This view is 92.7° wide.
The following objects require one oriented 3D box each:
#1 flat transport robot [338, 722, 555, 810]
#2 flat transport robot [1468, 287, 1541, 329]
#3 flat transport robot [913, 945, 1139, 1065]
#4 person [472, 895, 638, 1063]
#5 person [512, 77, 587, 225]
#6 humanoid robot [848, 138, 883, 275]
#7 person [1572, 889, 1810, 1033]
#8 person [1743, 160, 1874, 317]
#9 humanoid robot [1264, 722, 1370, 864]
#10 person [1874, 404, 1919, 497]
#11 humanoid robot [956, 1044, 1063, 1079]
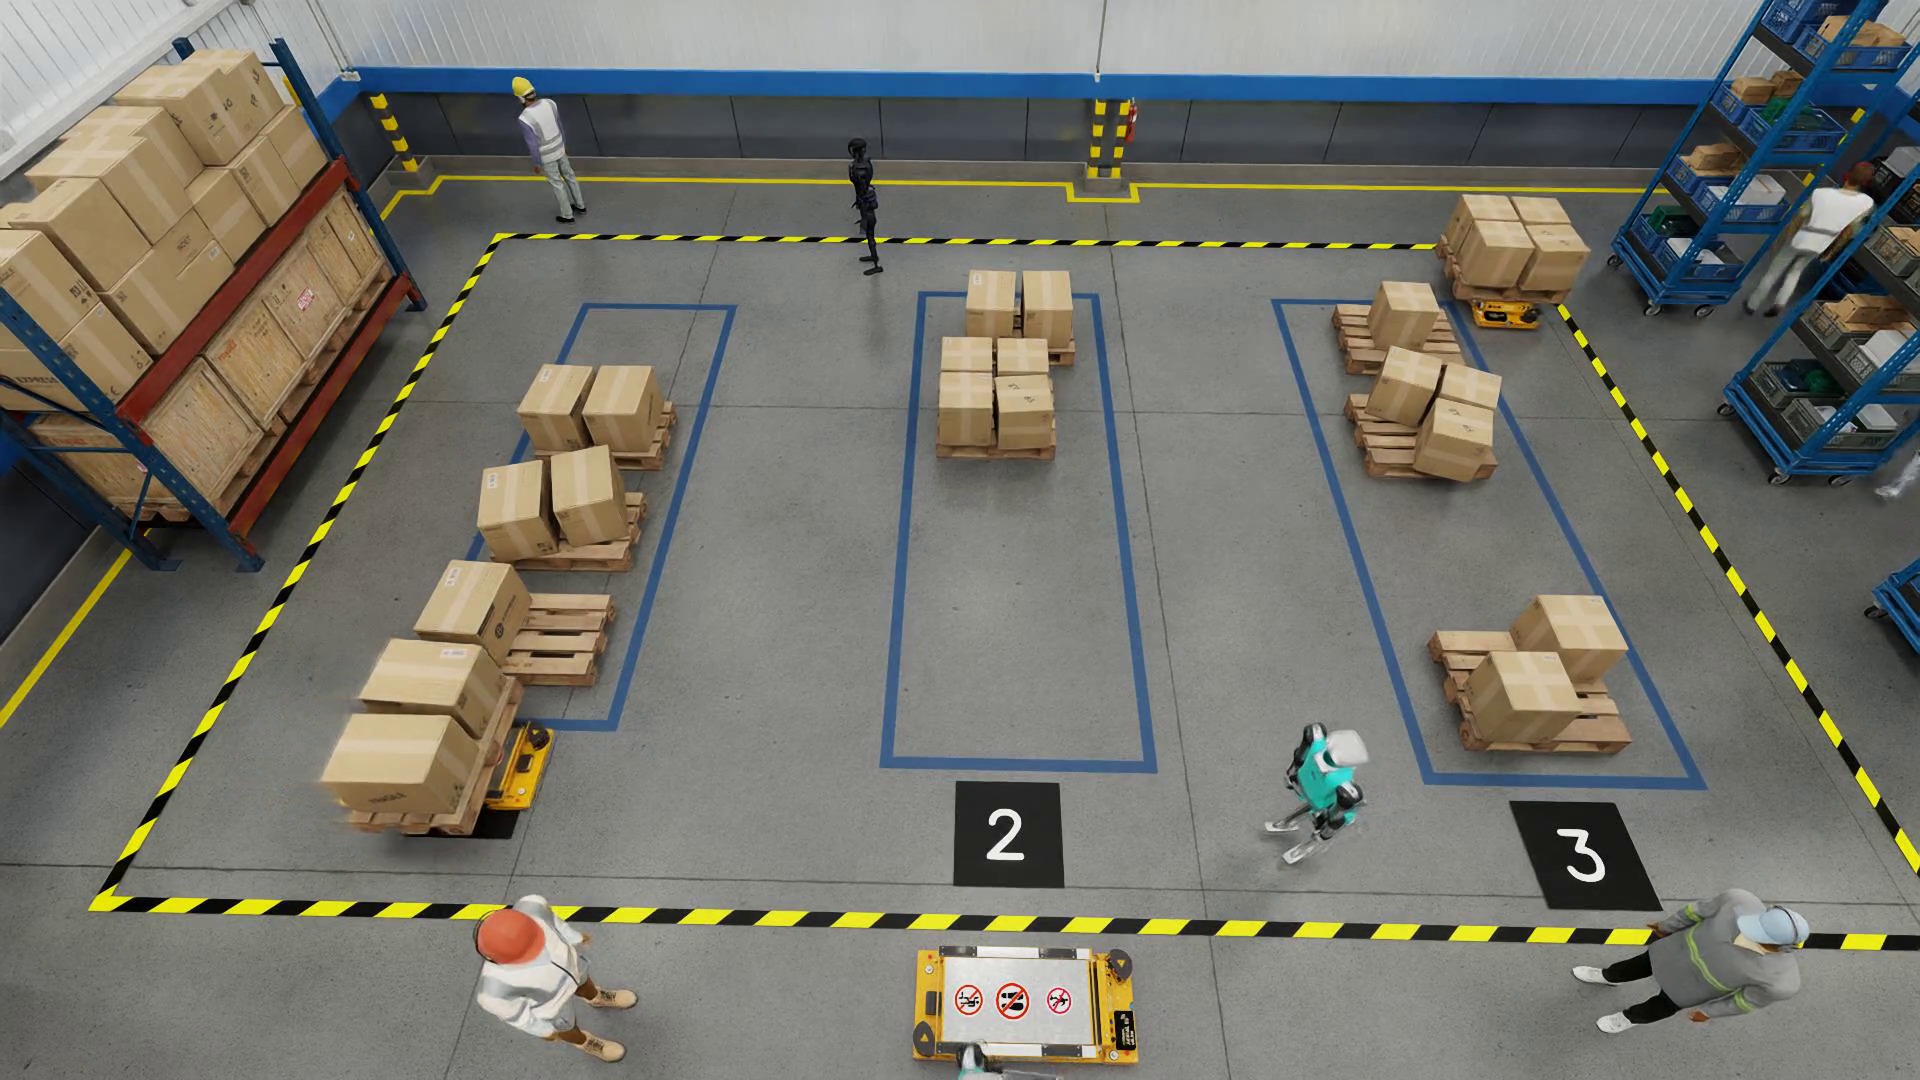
[{"bbox_3d":[-3.955,1.721,7.065,1.431,0.197,0.652,1,51,1],"label":"flat transport robot"},{"bbox_3d":[6.374,-3.060,10.963,0.652,0.197,1.431,4,51,3],"label":"flat transport robot"},{"bbox_3d":[0.422,3.041,6.007,1.431,0.231,0.659,1,51,1],"label":"flat transport robot"},{"bbox_3d":[-2.308,2.539,5.280,0.395,2.033,0.604,4,51,3],"label":"person"},{"bbox_3d":[-5.127,-4.831,11.421,0.403,1.823,0.587,20,53,15],"label":"person"},{"bbox_3d":[-1.121,-3.908,10.756,0.315,1.653,0.599,-8,51,-7],"label":"humanoid robot"},{"bbox_3d":[4.310,2.517,5.415,0.399,1.848,0.587,-1,51,-1],"label":"person"},{"bbox_3d":[9.361,-3.268,10.142,0.572,1.826,0.450,17,53,14],"label":"person"},{"bbox_3d":[2.504,1.675,6.086,0.735,1.677,0.533,-12,52,-10],"label":"humanoid robot"},{"bbox_3d":[9.132,-1.139,8.496,0.495,1.697,0.809,26,55,19],"label":"person"},{"bbox_3d":[0.345,3.136,5.019,0.780,1.822,0.564,-6,51,-5],"label":"humanoid robot"}]
